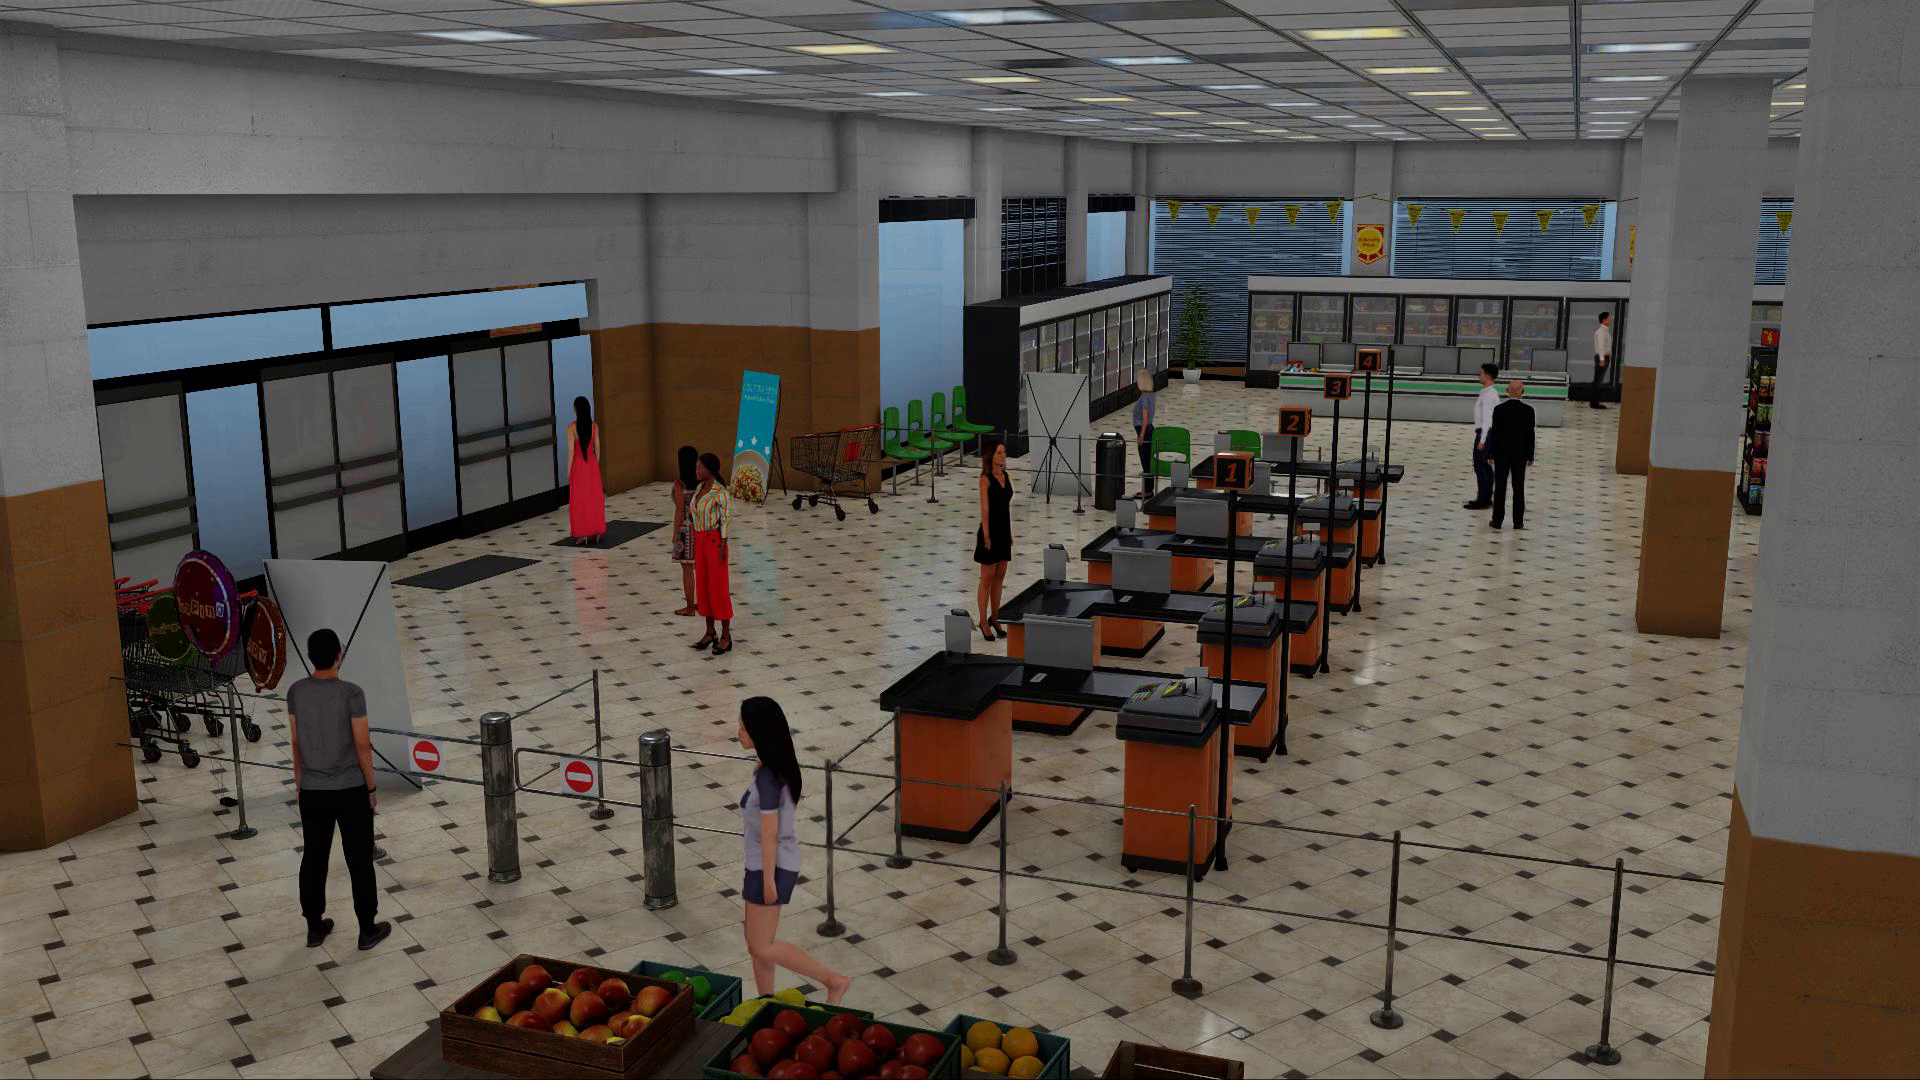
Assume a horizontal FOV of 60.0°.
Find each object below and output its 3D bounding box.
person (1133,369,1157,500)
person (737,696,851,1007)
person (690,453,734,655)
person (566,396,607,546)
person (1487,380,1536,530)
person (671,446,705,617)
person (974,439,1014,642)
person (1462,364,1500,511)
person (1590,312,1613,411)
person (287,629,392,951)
[{"bbox_3d":[2.466,-1.404,22.041,0.507,1.720,0.577,4,12,17],"label":"person"},{"bbox_3d":[-0.822,1.574,7.968,0.935,1.691,0.789,0,12,-2],"label":"person"},{"bbox_3d":[-2.186,0.116,14.642,0.590,1.793,0.726,11,16,41],"label":"person"},{"bbox_3d":[-4.328,-0.800,19.156,0.704,1.726,0.711,-11,16,-43],"label":"person"},{"bbox_3d":[6.653,-1.034,20.090,0.553,1.799,0.785,2,12,12],"label":"person"},{"bbox_3d":[-2.587,-0.097,16.013,0.602,1.645,0.692,7,14,31],"label":"person"},{"bbox_3d":[0.313,-0.005,15.114,0.615,1.835,0.637,9,15,36],"label":"person"},{"bbox_3d":[6.771,-1.331,21.325,0.636,1.872,0.661,7,14,28],"label":"person"},{"bbox_3d":[12.003,-3.366,31.138,0.548,1.810,0.665,5,13,23],"label":"person"},{"bbox_3d":[-3.375,1.334,8.957,0.537,1.752,0.713,1,12,7],"label":"person"}]
